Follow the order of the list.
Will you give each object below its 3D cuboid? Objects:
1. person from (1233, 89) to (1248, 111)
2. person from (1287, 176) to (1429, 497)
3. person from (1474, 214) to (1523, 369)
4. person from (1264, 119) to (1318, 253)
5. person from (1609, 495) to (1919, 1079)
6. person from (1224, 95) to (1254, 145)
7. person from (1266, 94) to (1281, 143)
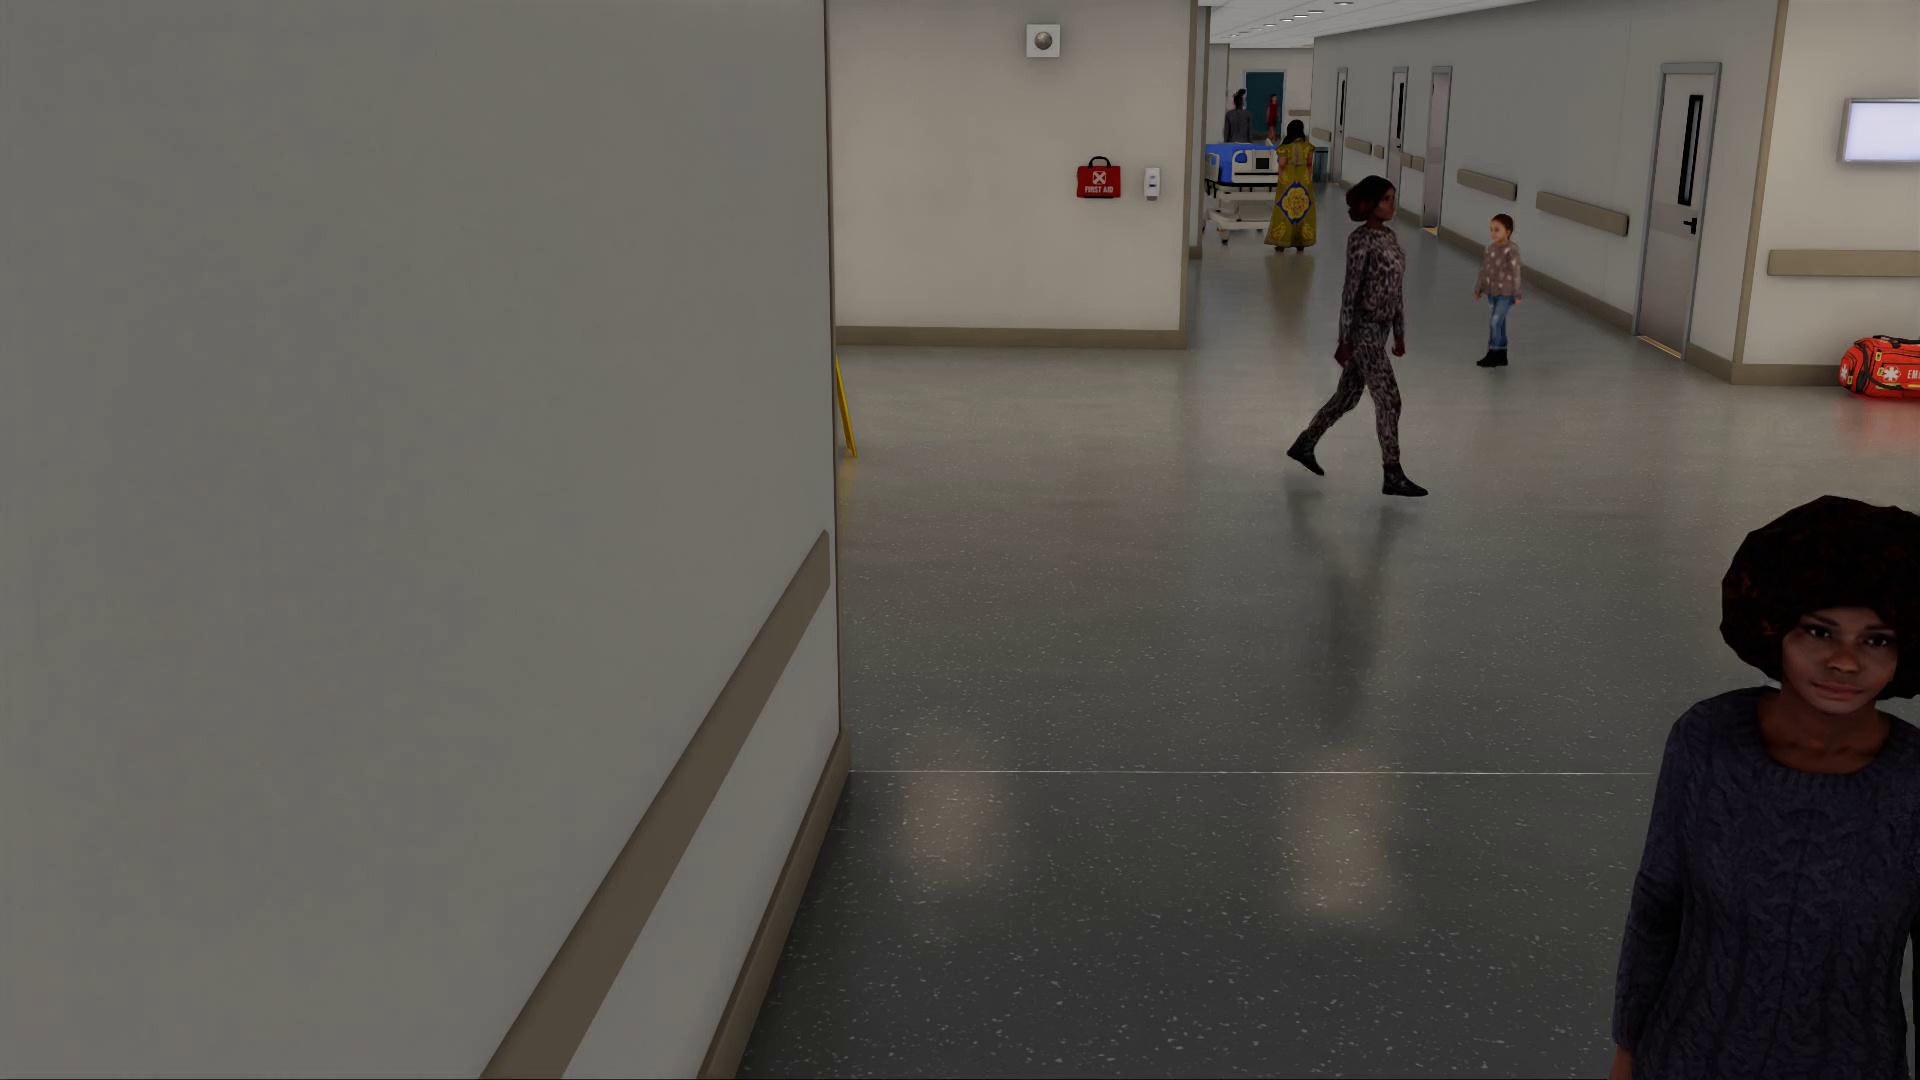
[{"bbox_3d":[7.162,-10.755,43.109,1.109,1.786,1.040,-12,20,-37],"label":"person"},{"bbox_3d":[2.138,-1.090,9.031,1.168,1.677,1.041,15,22,43],"label":"person"},{"bbox_3d":[4.243,-1.927,12.912,0.735,1.182,0.664,-8,18,-27],"label":"person"},{"bbox_3d":[4.285,-4.552,21.339,0.841,1.661,1.006,-3,16,-12],"label":"person"},{"bbox_3d":[1.191,0.771,2.414,0.953,1.684,0.900,9,18,29],"label":"person"},{"bbox_3d":[5.096,-7.228,30.509,0.519,1.836,0.763,3,16,12],"label":"person"},{"bbox_3d":[10.000,-13.530,53.428,0.990,1.521,0.902,-6,17,-21],"label":"person"}]
